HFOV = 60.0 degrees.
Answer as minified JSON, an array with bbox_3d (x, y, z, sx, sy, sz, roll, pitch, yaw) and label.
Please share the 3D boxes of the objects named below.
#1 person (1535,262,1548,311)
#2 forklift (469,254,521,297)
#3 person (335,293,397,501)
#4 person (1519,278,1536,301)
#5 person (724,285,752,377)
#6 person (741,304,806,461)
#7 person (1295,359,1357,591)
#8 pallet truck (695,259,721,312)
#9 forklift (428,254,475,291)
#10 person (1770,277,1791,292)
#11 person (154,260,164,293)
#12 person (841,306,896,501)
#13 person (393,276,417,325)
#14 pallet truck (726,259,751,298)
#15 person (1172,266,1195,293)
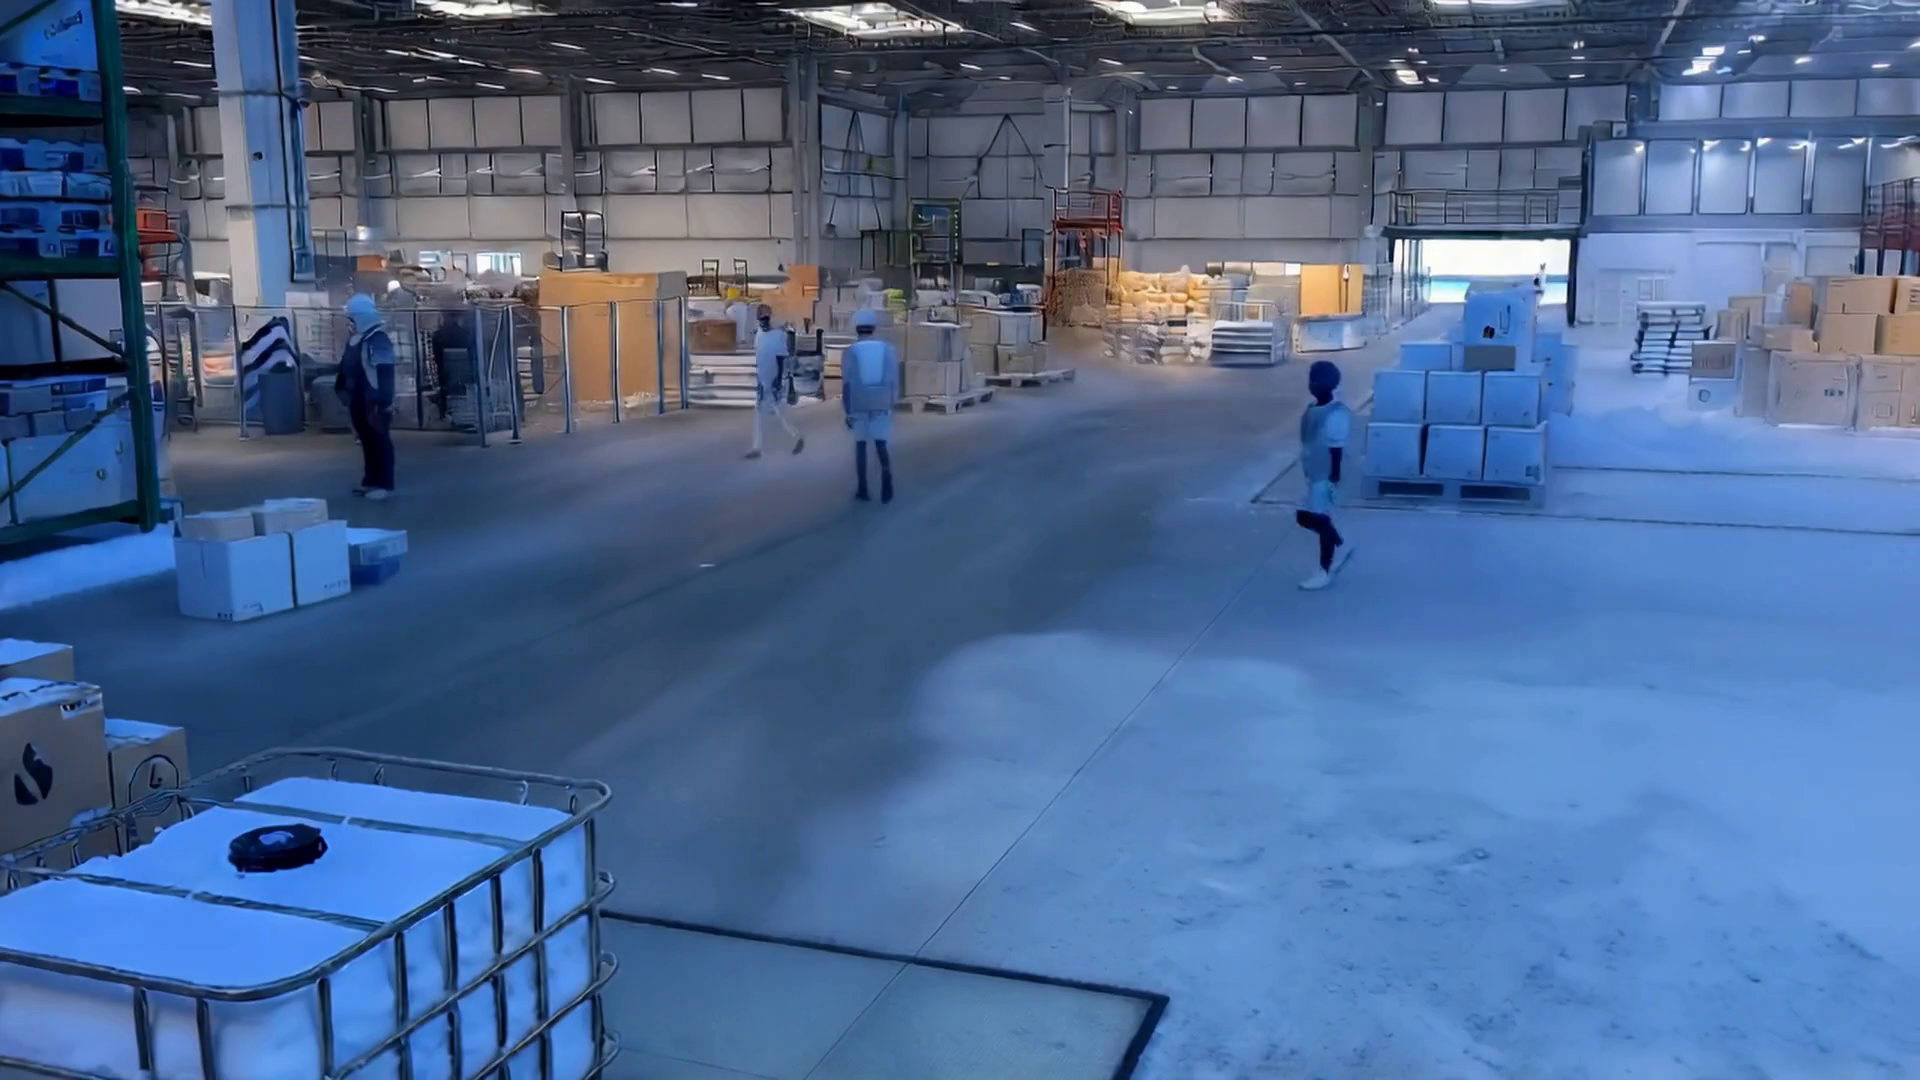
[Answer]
[{"bbox_3d":[21.877,-9.520,62.605,0.357,1.852,0.646,-3,11,-19],"label":"person"},{"bbox_3d":[-17.990,-10.121,64.684,1.157,1.987,2.680,3,11,17],"label":"forklift"},{"bbox_3d":[-5.847,-1.402,16.333,0.536,2.000,0.688,-8,13,-39],"label":"person"},{"bbox_3d":[10.824,-4.111,32.107,0.386,1.855,0.562,-8,13,-37],"label":"person"},{"bbox_3d":[-3.838,-3.442,28.433,0.429,1.819,0.616,3,11,19],"label":"person"},{"bbox_3d":[-2.190,-1.867,19.550,0.518,1.831,0.920,8,13,37],"label":"person"},{"bbox_3d":[2.693,-0.471,12.079,0.447,1.689,0.538,-3,11,-17],"label":"person"},{"bbox_3d":[-9.165,-9.627,62.776,0.823,1.965,1.885,4,11,23],"label":"pallet truck"},{"bbox_3d":[-20.133,-10.254,65.465,1.157,1.987,2.680,3,11,19],"label":"forklift"},{"bbox_3d":[13.146,-3.215,26.675,0.622,1.990,0.402,-10,14,-44],"label":"person"},{"bbox_3d":[-33.882,-10.906,70.399,0.390,1.847,0.562,0,10,1],"label":"person"},{"bbox_3d":[-0.863,-1.293,16.063,0.562,1.924,0.699,-3,11,-18],"label":"person"},{"bbox_3d":[-13.181,-5.380,39.518,0.527,1.765,0.328,-3,11,-17],"label":"person"},{"bbox_3d":[-7.986,-9.493,62.019,0.823,1.965,1.885,3,11,17],"label":"pallet truck"},{"bbox_3d":[5.373,-5.531,39.730,0.629,1.987,1.075,9,13,41],"label":"person"}]
